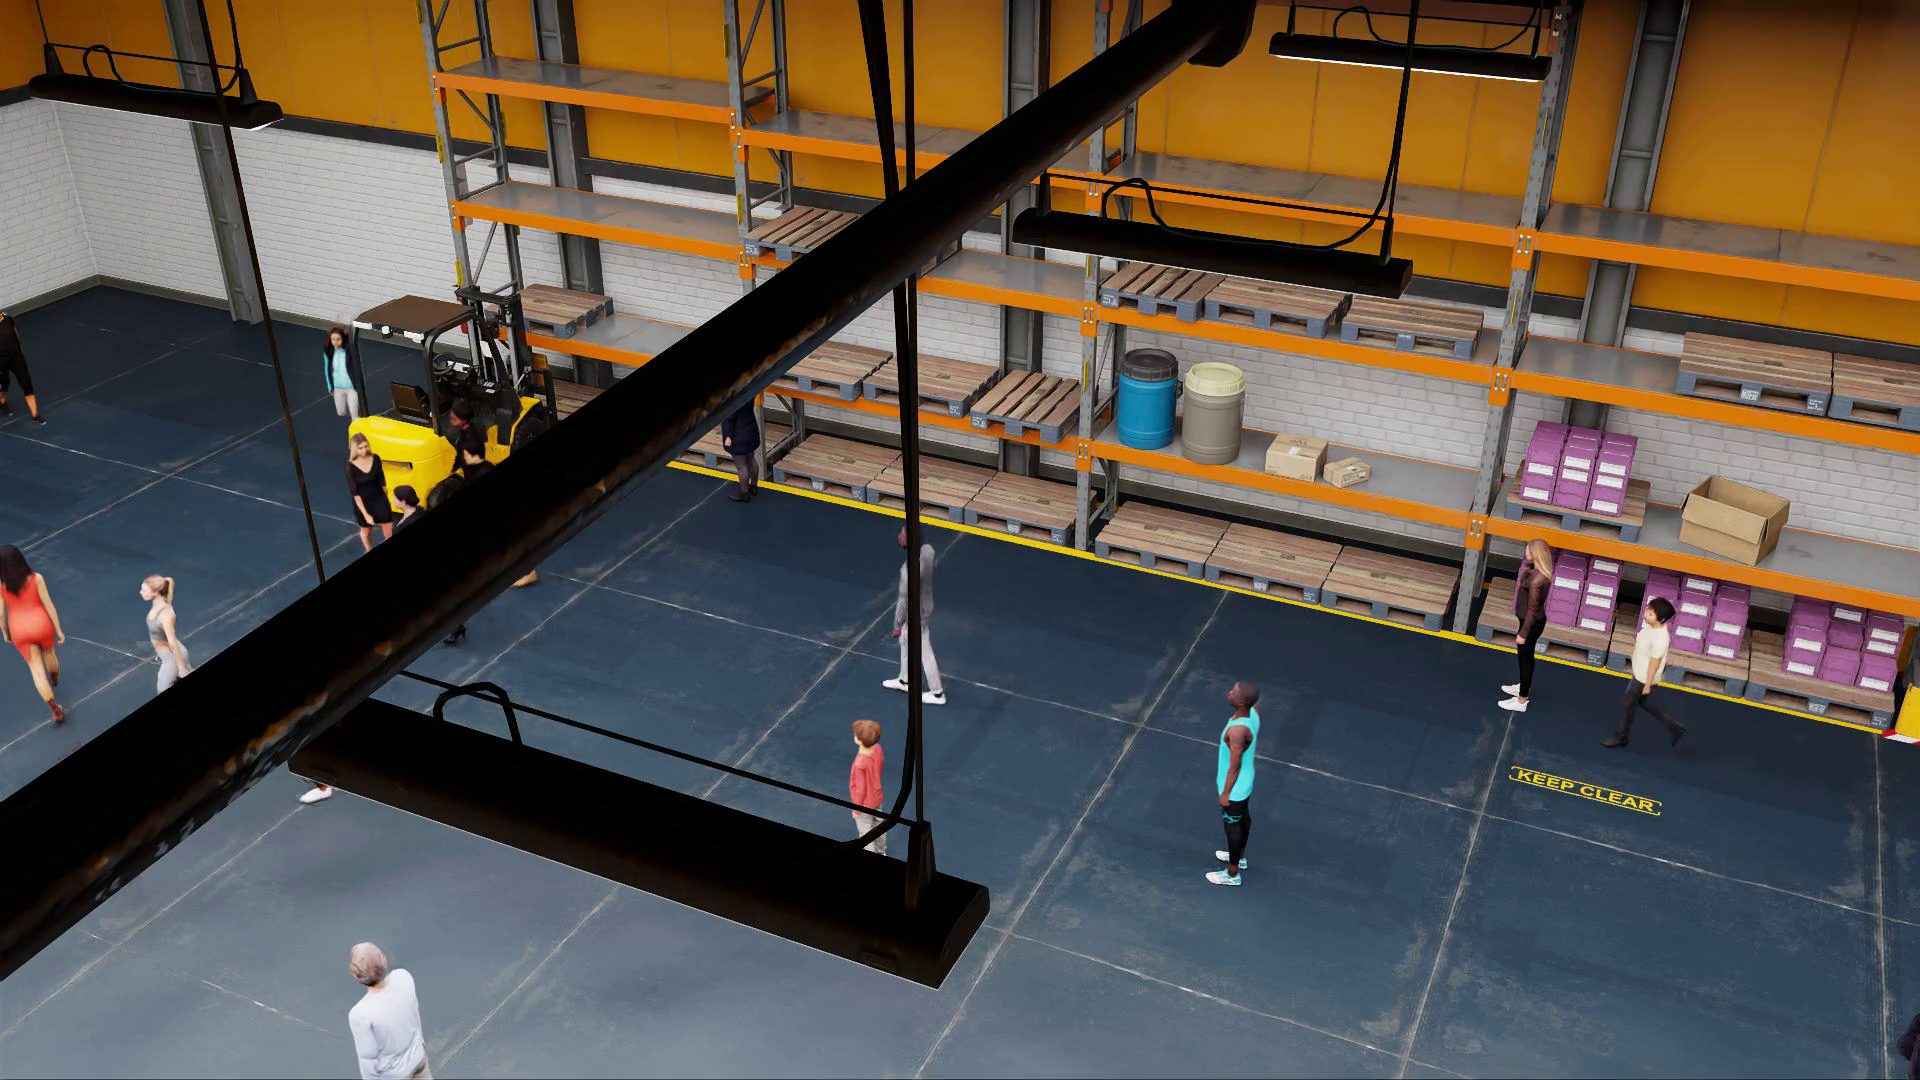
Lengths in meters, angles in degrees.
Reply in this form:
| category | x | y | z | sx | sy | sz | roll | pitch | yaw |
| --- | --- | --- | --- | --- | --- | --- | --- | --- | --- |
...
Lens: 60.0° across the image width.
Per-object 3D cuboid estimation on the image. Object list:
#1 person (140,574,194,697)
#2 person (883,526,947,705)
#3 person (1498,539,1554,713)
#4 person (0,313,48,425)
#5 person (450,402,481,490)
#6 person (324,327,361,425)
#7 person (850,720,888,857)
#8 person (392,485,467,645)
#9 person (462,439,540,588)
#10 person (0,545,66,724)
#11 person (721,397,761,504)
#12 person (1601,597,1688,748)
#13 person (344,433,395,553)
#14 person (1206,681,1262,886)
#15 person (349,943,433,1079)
| category | x | y | z | sx | sy | sz | roll | pitch | yaw |
| --- | --- | --- | --- | --- | --- | --- | --- | --- | --- |
| person | -6.728 | 1.031 | 14.426 | 1.069 | 1.666 | 1.111 | -15 | 32 | -25 |
| person | -0.291 | 0.685 | 14.901 | 0.915 | 1.818 | 0.779 | 8 | 30 | 14 |
| person | 5.114 | 0.753 | 14.896 | 0.497 | 1.703 | 0.598 | 14 | 31 | 23 |
| person | -11.746 | -2.220 | 20.421 | 1.143 | 1.633 | 0.727 | 20 | 34 | 32 |
| person | -5.058 | -0.706 | 17.655 | 1.190 | 1.623 | 1.021 | -4 | 29 | -7 |
| person | -7.348 | -1.879 | 19.937 | 0.739 | 1.496 | 0.787 | -1 | 29 | -2 |
| person | -0.707 | 1.998 | 12.914 | 0.472 | 1.416 | 0.514 | 14 | 31 | 23 |
| person | -4.990 | 0.278 | 15.749 | 1.153 | 1.721 | 1.006 | -4 | 29 | -7 |
| person | -4.597 | -0.250 | 16.758 | 1.100 | 1.681 | 1.053 | -10 | 30 | -18 |
| person | -8.201 | 0.866 | 14.719 | 0.990 | 1.675 | 1.177 | -17 | 33 | -28 |
| person | -2.439 | -1.212 | 18.529 | 0.625 | 1.674 | 0.657 | 14 | 31 | 23 |
| person | 5.951 | 1.172 | 14.270 | 0.917 | 1.567 | 0.674 | 9 | 30 | 16 |
| person | -6.063 | -0.354 | 17.007 | 0.898 | 1.625 | 1.160 | -22 | 36 | -34 |
| person | 2.132 | 1.855 | 12.763 | 0.505 | 1.811 | 0.598 | 14 | 31 | 23 |
| person | -3.438 | 3.217 | 10.186 | 0.559 | 1.888 | 0.648 | 14 | 31 | 23 |
